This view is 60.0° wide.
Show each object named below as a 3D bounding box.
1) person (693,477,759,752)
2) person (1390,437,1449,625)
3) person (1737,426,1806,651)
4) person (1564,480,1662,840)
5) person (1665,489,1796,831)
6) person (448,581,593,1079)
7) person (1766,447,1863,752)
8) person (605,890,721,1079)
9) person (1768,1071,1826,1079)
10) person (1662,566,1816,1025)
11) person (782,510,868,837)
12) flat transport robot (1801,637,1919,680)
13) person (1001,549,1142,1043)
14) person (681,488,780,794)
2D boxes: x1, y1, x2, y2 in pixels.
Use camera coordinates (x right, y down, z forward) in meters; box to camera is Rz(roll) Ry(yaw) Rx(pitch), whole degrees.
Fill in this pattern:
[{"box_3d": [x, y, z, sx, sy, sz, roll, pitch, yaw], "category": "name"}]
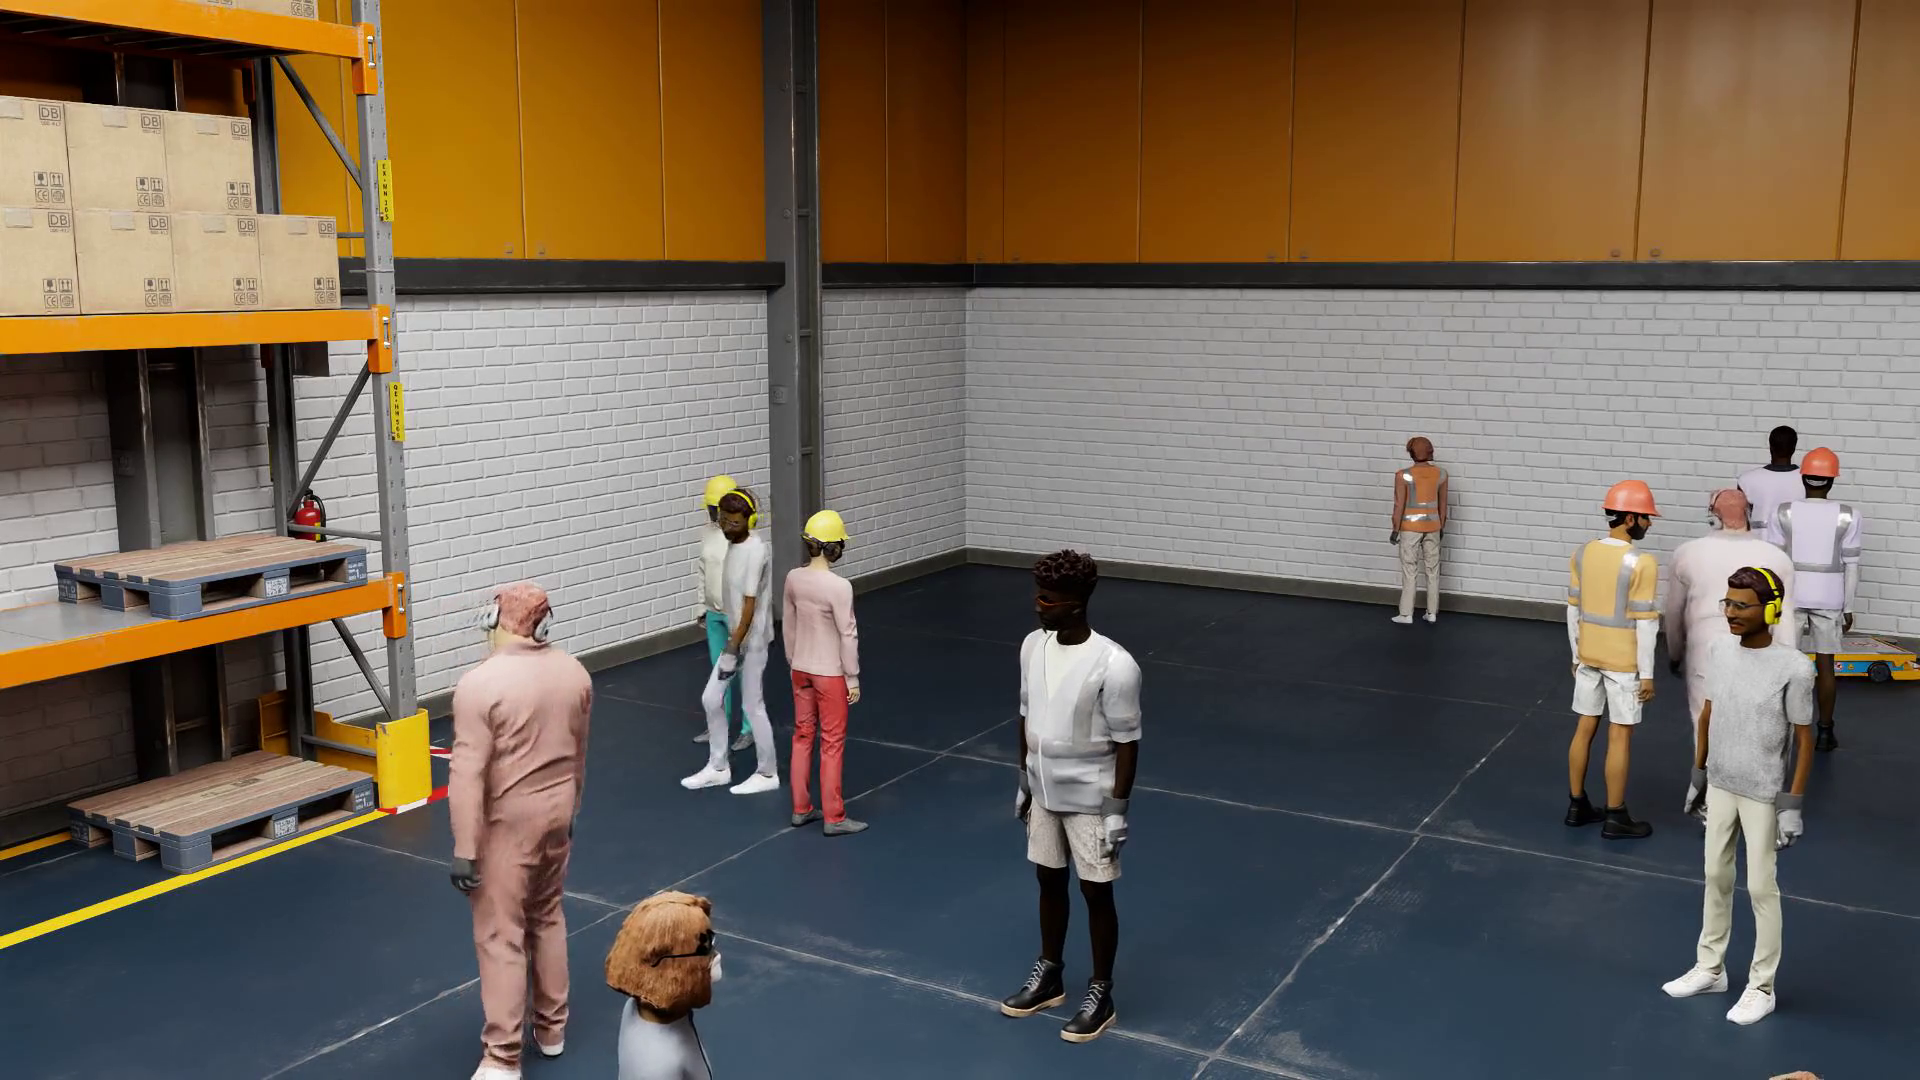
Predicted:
[{"box_3d": [-1.488, 0.467, 10.593, 0.523, 1.759, 0.332, 7, 12, 39], "category": "person"}, {"box_3d": [3.961, -0.077, 14.350, 0.511, 1.640, 0.309, -2, 9, -14], "category": "person"}, {"box_3d": [6.020, 0.116, 12.273, 0.591, 1.922, 0.393, 3, 10, 19], "category": "person"}, {"box_3d": [3.537, 0.637, 8.978, 0.377, 1.932, 0.548, -4, 10, -26], "category": "person"}, {"box_3d": [4.239, 0.649, 9.188, 0.652, 1.849, 1.000, 3, 9, 17], "category": "person"}, {"box_3d": [-1.736, 1.109, 6.288, 0.395, 1.861, 0.859, 4, 10, 25], "category": "person"}, {"box_3d": [5.403, 0.376, 10.590, 0.547, 1.939, 0.376, 5, 10, 27], "category": "person"}, {"box_3d": [-0.670, 1.604, 3.871, 0.284, 1.634, 0.498, -2, 9, -13], "category": "person"}, {"box_3d": [1.464, 1.738, 3.019, 0.516, 1.640, 0.314, 3, 10, 17], "category": "person"}, {"box_3d": [3.186, 1.027, 6.760, 0.319, 1.865, 0.521, -5, 10, -26], "category": "person"}, {"box_3d": [-0.732, 0.715, 9.012, 0.535, 1.767, 0.315, 8, 12, 42], "category": "person"}, {"box_3d": [6.486, 0.885, 12.602, 1.431, 0.197, 0.652, 0, 9, 1], "category": "flat transport robot"}, {"box_3d": [0.446, 1.000, 6.619, 0.372, 1.963, 0.608, -8, 12, -42], "category": "person"}, {"box_3d": [-1.313, 0.605, 9.520, 0.672, 1.827, 0.565, -5, 10, -29], "category": "person"}]
